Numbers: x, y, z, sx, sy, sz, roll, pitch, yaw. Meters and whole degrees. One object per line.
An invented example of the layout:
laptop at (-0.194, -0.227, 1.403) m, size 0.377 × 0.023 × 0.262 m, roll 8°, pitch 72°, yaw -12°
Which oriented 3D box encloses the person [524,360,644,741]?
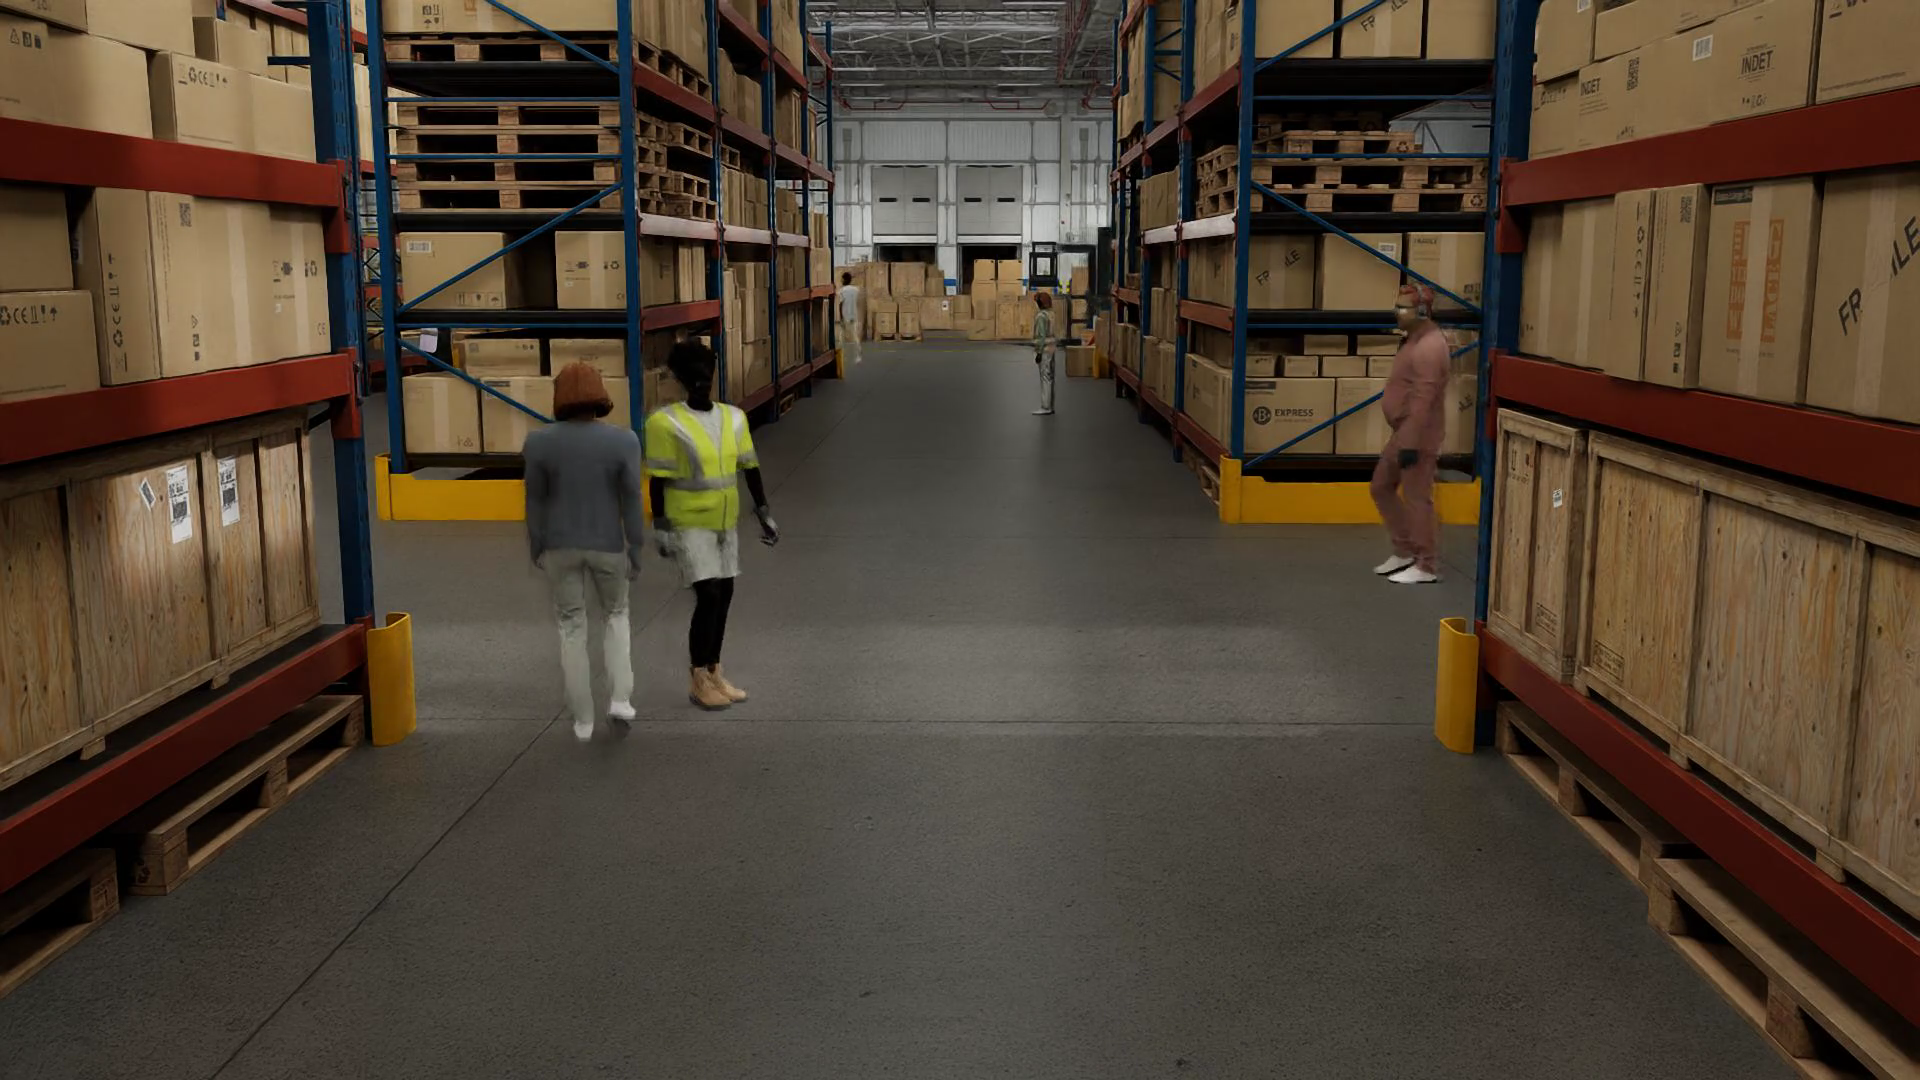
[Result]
person at (-1.607, 0.035, 7.150) m, size 0.495 × 1.612 × 0.542 m, roll -2°, pitch 10°, yaw -11°

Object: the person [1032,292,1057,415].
person at (1.130, -2.483, 22.158) m, size 0.314 × 1.637 × 0.514 m, roll 3°, pitch 10°, yaw 20°

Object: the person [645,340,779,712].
person at (-1.094, -0.060, 7.532) m, size 0.481 × 1.678 × 0.571 m, roll 7°, pitch 12°, yaw 35°

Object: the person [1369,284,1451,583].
person at (2.804, -0.658, 10.476) m, size 0.541 × 1.886 × 0.673 m, roll 1°, pitch 10°, yaw 7°

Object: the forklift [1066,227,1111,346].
forklift at (3.379, -5.841, 38.548) m, size 1.873 × 2.768 × 1.129 m, roll 0°, pitch 9°, yaw 0°

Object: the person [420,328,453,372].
person at (-6.160, -2.200, 19.621) m, size 0.370 × 1.915 × 0.597 m, roll -7°, pitch 12°, yaw -37°

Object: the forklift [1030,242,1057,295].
forklift at (3.230, -10.146, 64.339) m, size 1.129 × 2.768 × 1.873 m, roll 0°, pitch 9°, yaw 1°

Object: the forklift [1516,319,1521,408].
forklift at (6.391, -2.330, 17.521) m, size 1.129 × 2.768 × 1.873 m, roll 0°, pitch 9°, yaw 1°

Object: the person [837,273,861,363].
person at (-2.274, -4.486, 33.651) m, size 0.506 × 1.811 × 1.011 m, roll -5°, pitch 11°, yaw -28°

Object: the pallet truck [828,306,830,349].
pallet truck at (-3.100, -3.940, 29.800) m, size 1.885 × 1.965 × 0.823 m, roll 3°, pitch 10°, yaw 19°
